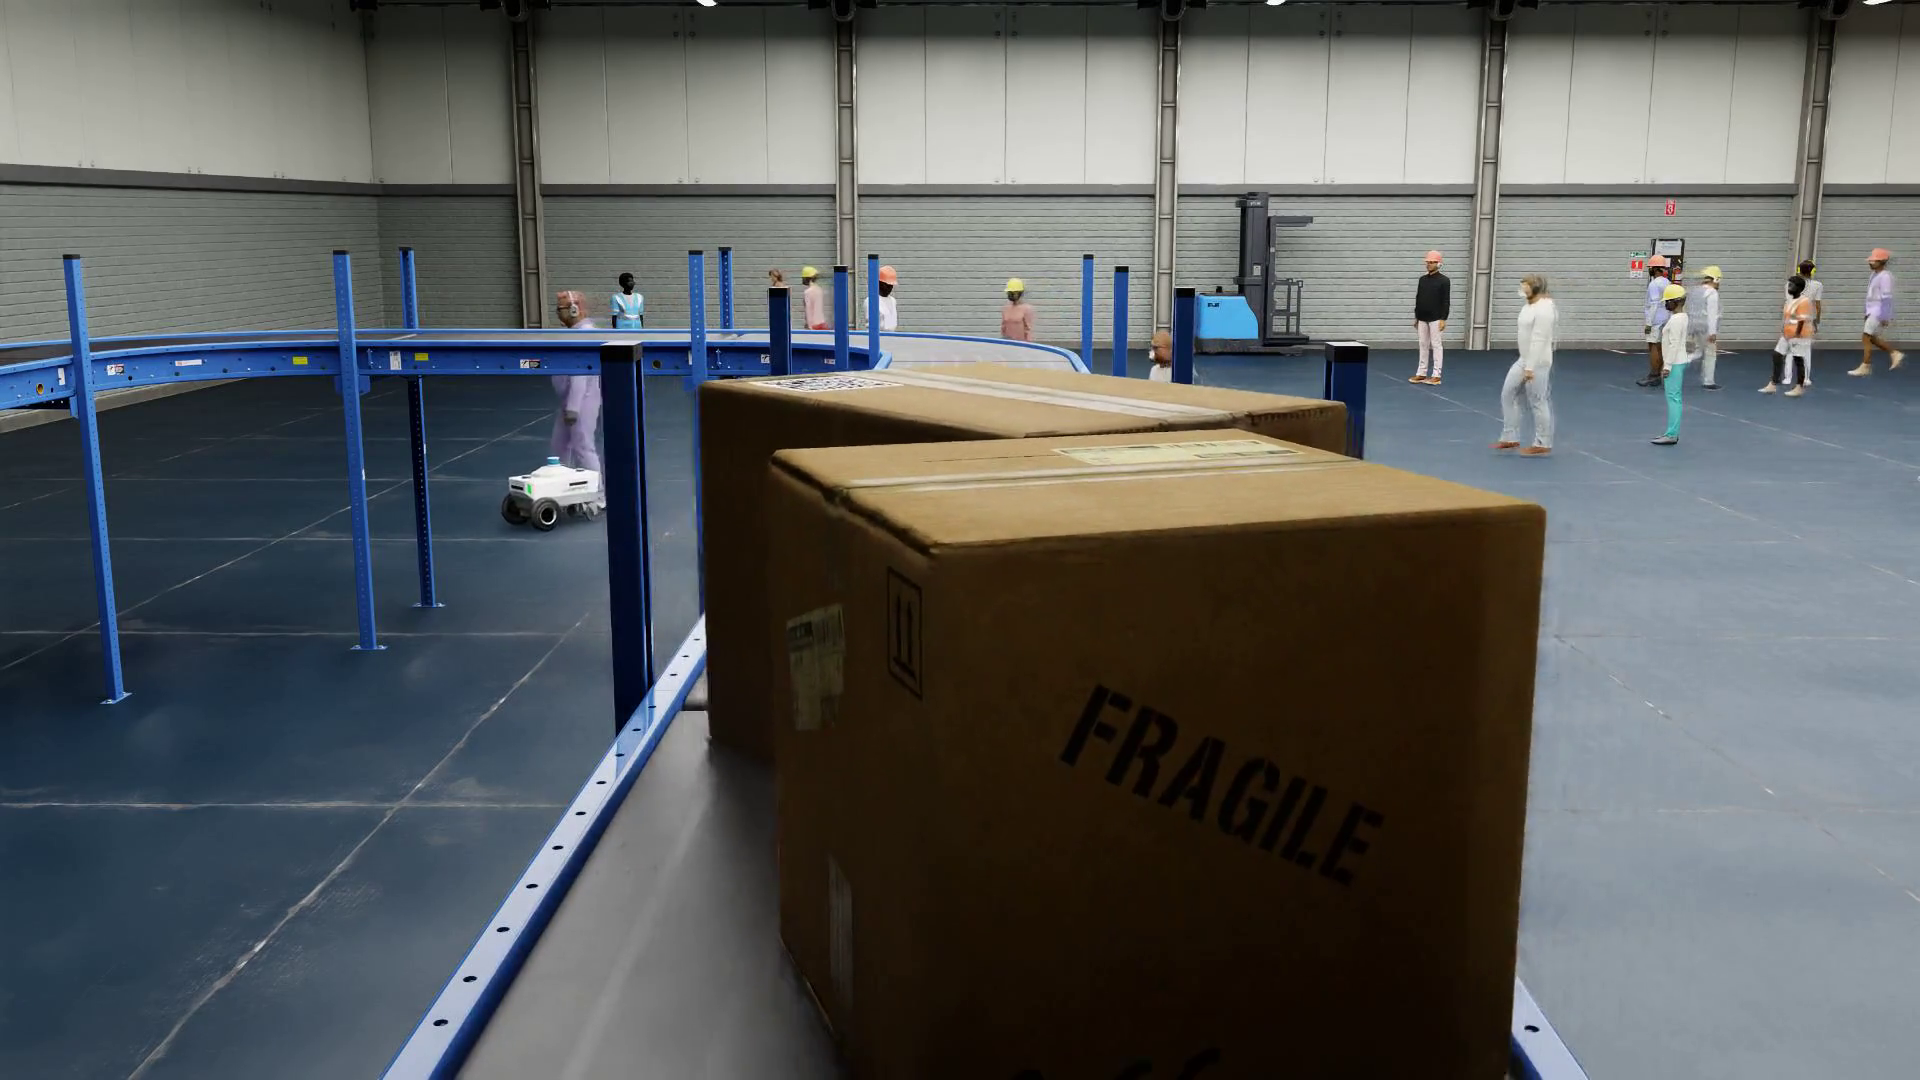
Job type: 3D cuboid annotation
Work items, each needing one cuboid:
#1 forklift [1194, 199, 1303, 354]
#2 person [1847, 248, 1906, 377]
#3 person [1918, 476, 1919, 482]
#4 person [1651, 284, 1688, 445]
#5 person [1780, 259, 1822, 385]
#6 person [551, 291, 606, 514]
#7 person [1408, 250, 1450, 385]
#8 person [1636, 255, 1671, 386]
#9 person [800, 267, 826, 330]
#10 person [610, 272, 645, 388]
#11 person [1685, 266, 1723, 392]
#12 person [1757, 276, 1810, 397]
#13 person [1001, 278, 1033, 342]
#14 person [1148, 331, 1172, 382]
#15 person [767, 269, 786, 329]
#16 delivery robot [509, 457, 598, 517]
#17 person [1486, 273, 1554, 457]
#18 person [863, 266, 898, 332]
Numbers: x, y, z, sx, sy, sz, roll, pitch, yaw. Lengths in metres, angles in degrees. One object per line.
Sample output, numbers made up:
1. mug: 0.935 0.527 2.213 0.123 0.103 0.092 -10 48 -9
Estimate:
1. forklift: 5.313 -4.851 30.603 1.873 2.768 1.129 0 11 1
2. person: 14.520 -3.587 26.214 0.741 2.020 0.626 3 11 16
3. person: 9.245 -1.418 15.561 0.452 1.828 0.656 10 15 42
4. person: 7.892 -1.946 18.454 0.320 1.762 0.522 6 13 30
5. person: 12.598 -3.259 24.916 0.538 1.869 0.313 6 12 27
6. person: -3.366 -1.149 14.043 0.727 1.875 0.681 -5 12 -23
7. person: 7.084 -3.349 25.044 0.370 1.996 0.622 -7 13 -31
8. person: 10.360 -3.277 24.829 0.370 1.939 0.543 10 15 41
9. person: -2.320 -3.303 25.495 0.803 1.737 0.530 6 13 30
10. person: -4.823 -3.034 24.203 0.541 1.696 0.316 -9 14 -38
11. person: 10.710 -3.057 24.061 0.658 1.809 0.610 0 11 0
12. person: 11.510 -2.832 23.195 0.683 1.671 0.552 0 11 -2
13. person: 0.689 -2.385 20.740 0.525 1.755 0.359 10 15 41
14. person: 1.528 -0.848 13.228 0.811 1.600 0.507 -2 11 -9
15. person: -3.132 -3.840 28.563 0.702 1.613 0.533 -9 14 -39
16. delivery robot: -3.336 -0.440 13.687 0.477 0.478 0.707 10 15 42
17. person: 5.883 -1.821 17.424 0.743 1.916 0.633 -1 11 -4
18. person: -0.884 -2.236 19.508 0.374 1.928 0.542 7 13 32
